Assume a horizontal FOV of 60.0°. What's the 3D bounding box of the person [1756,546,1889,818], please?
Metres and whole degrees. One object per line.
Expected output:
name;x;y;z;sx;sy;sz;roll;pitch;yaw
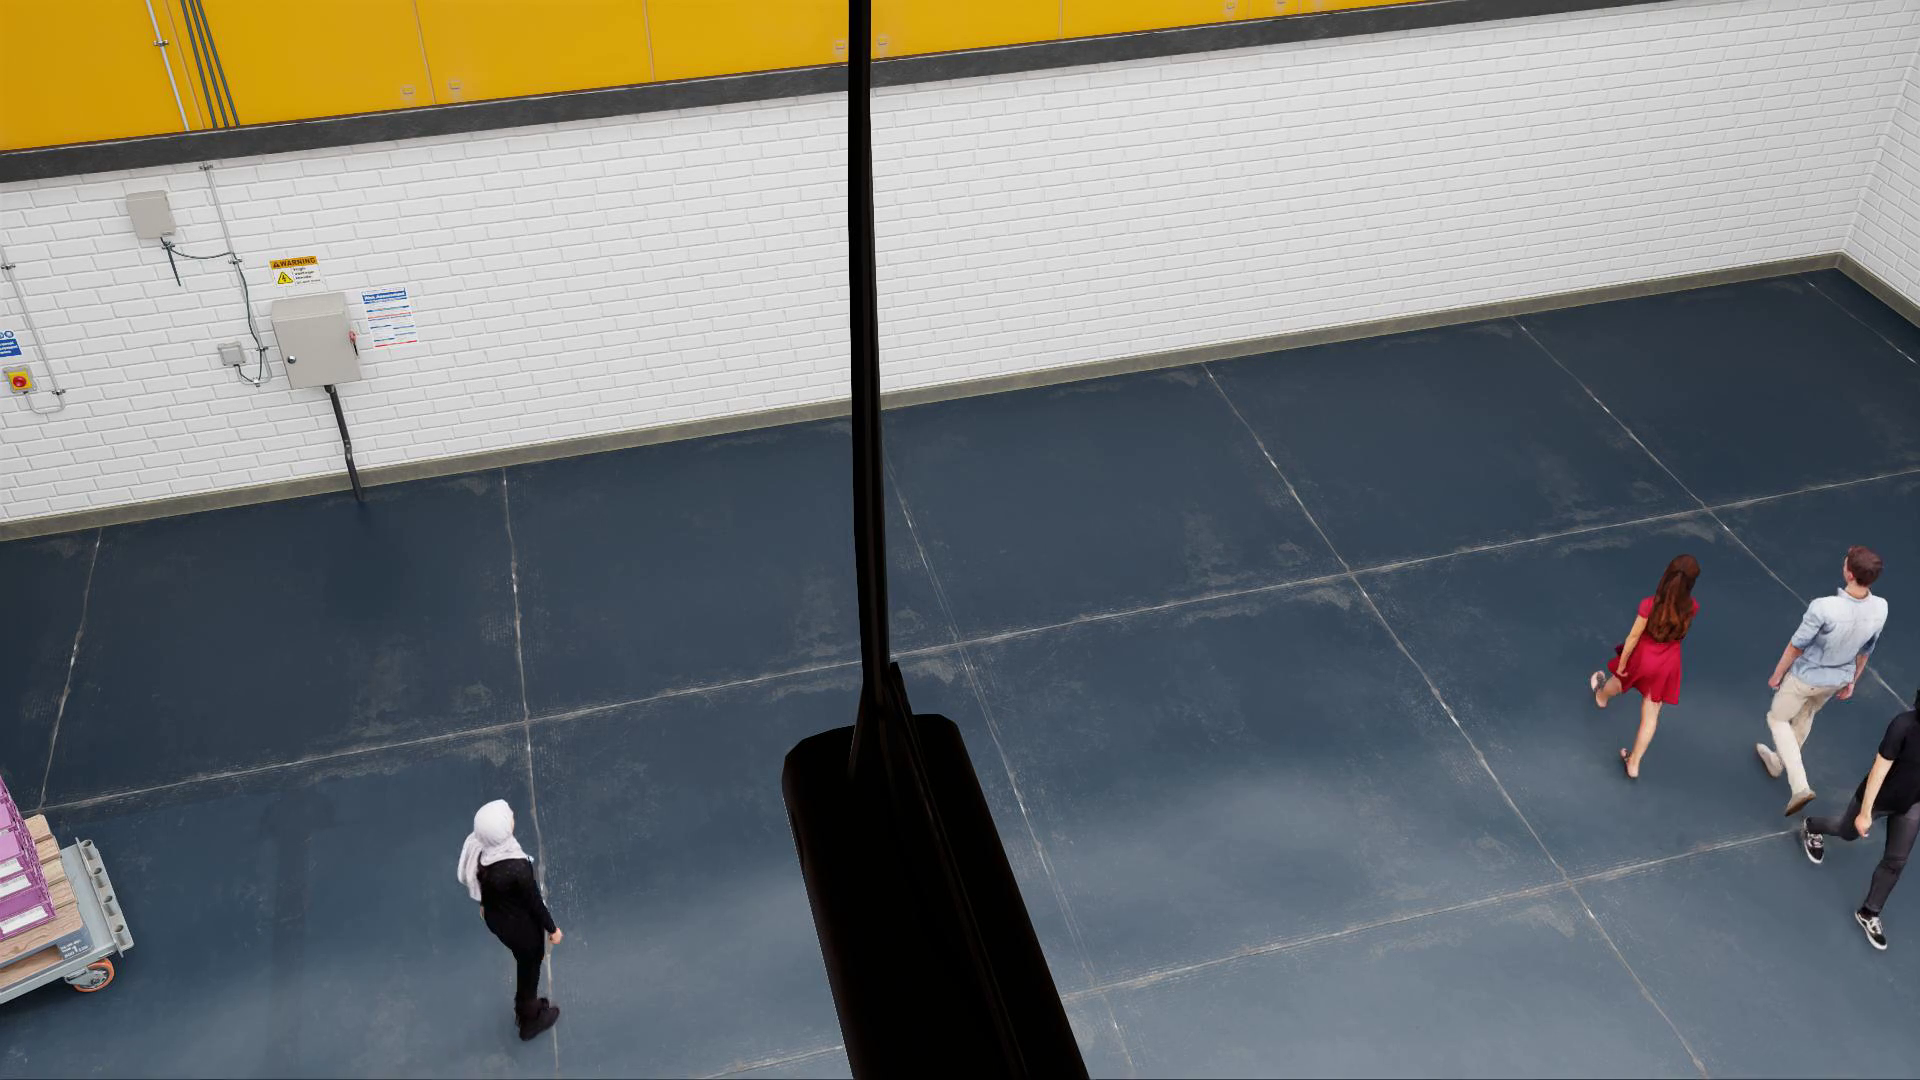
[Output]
person;5.177;0.877;9.974;0.755;1.829;1.028;-3;39;-4

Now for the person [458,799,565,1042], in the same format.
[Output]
person;-2.352;2.044;8.562;0.730;1.768;0.806;25;45;28

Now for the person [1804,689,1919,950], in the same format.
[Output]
person;5.208;1.373;9.373;0.854;1.803;1.188;1;39;1

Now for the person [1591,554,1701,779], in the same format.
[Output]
person;4.318;0.810;10.316;0.788;1.507;1.141;2;39;3
